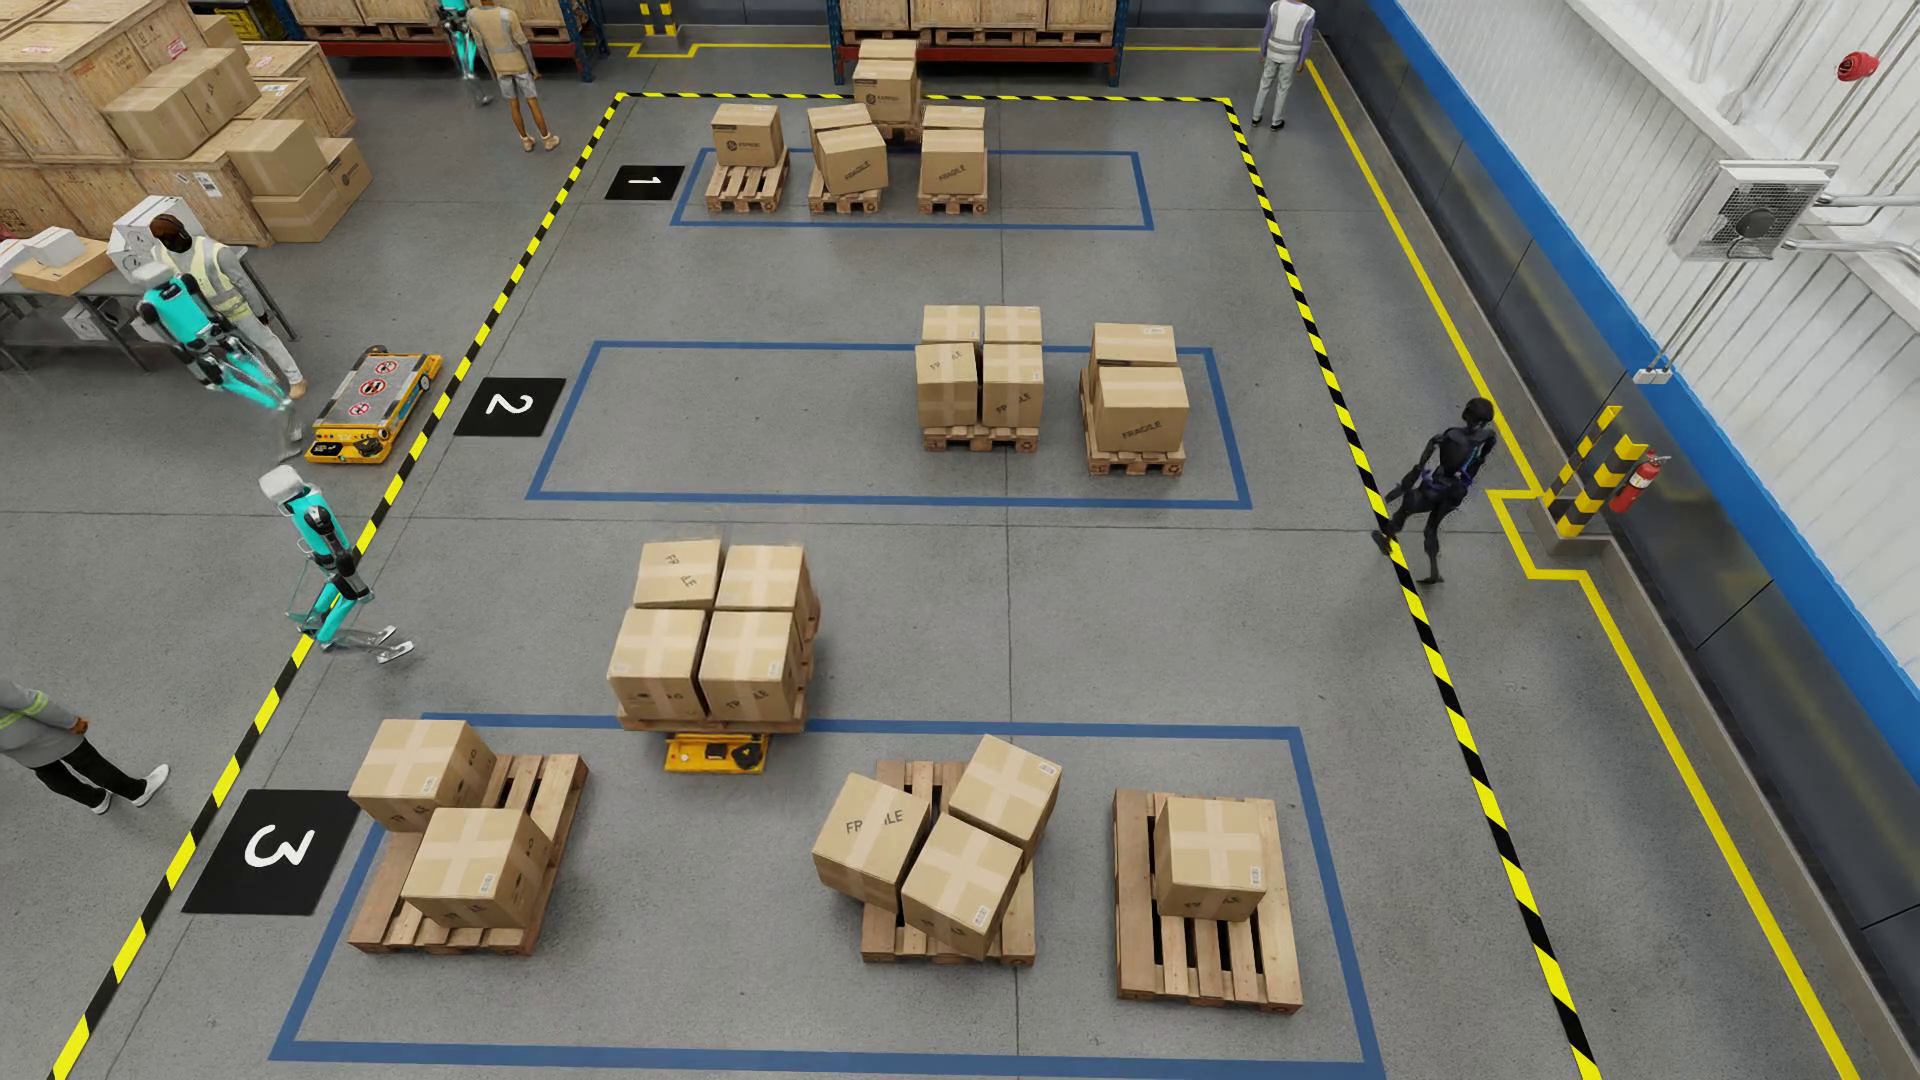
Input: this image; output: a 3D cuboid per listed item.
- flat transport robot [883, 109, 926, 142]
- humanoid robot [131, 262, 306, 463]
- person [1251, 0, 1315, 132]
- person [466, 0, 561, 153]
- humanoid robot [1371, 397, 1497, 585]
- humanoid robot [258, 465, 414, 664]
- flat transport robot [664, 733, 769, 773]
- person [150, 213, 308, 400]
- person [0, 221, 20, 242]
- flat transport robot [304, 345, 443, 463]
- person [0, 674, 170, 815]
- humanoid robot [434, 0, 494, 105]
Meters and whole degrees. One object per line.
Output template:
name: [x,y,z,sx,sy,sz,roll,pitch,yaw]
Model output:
flat transport robot: [-0.865,-5.411,11.927,1.431,0.197,0.652,1,50,1]
humanoid robot: [-5.979,-1.456,7.620,0.762,1.751,0.565,8,50,7]
person: [4.063,-6.096,11.502,0.598,1.827,0.404,27,55,21]
person: [-5.405,-5.714,11.038,0.606,2.048,0.367,-2,50,-1]
humanoid robot: [3.524,-0.325,6.737,0.591,1.633,0.697,-7,50,-6]
humanoid robot: [-4.277,0.288,6.074,0.533,1.676,0.735,35,58,26]
flat transport robot: [-1.635,0.961,6.535,0.652,0.197,1.431,1,50,1]
person: [-6.427,-2.011,8.046,0.622,1.837,0.429,-3,50,-2]
person: [-9.979,-3.337,9.114,0.396,1.913,0.588,7,50,6]
flat transport robot: [-5.383,-1.269,8.441,0.659,0.231,1.431,1,50,1]
person: [-5.537,1.091,5.406,0.589,1.853,0.372,-7,50,-6]
humanoid robot: [-6.524,-6.467,11.932,0.549,1.879,0.737,7,50,6]
